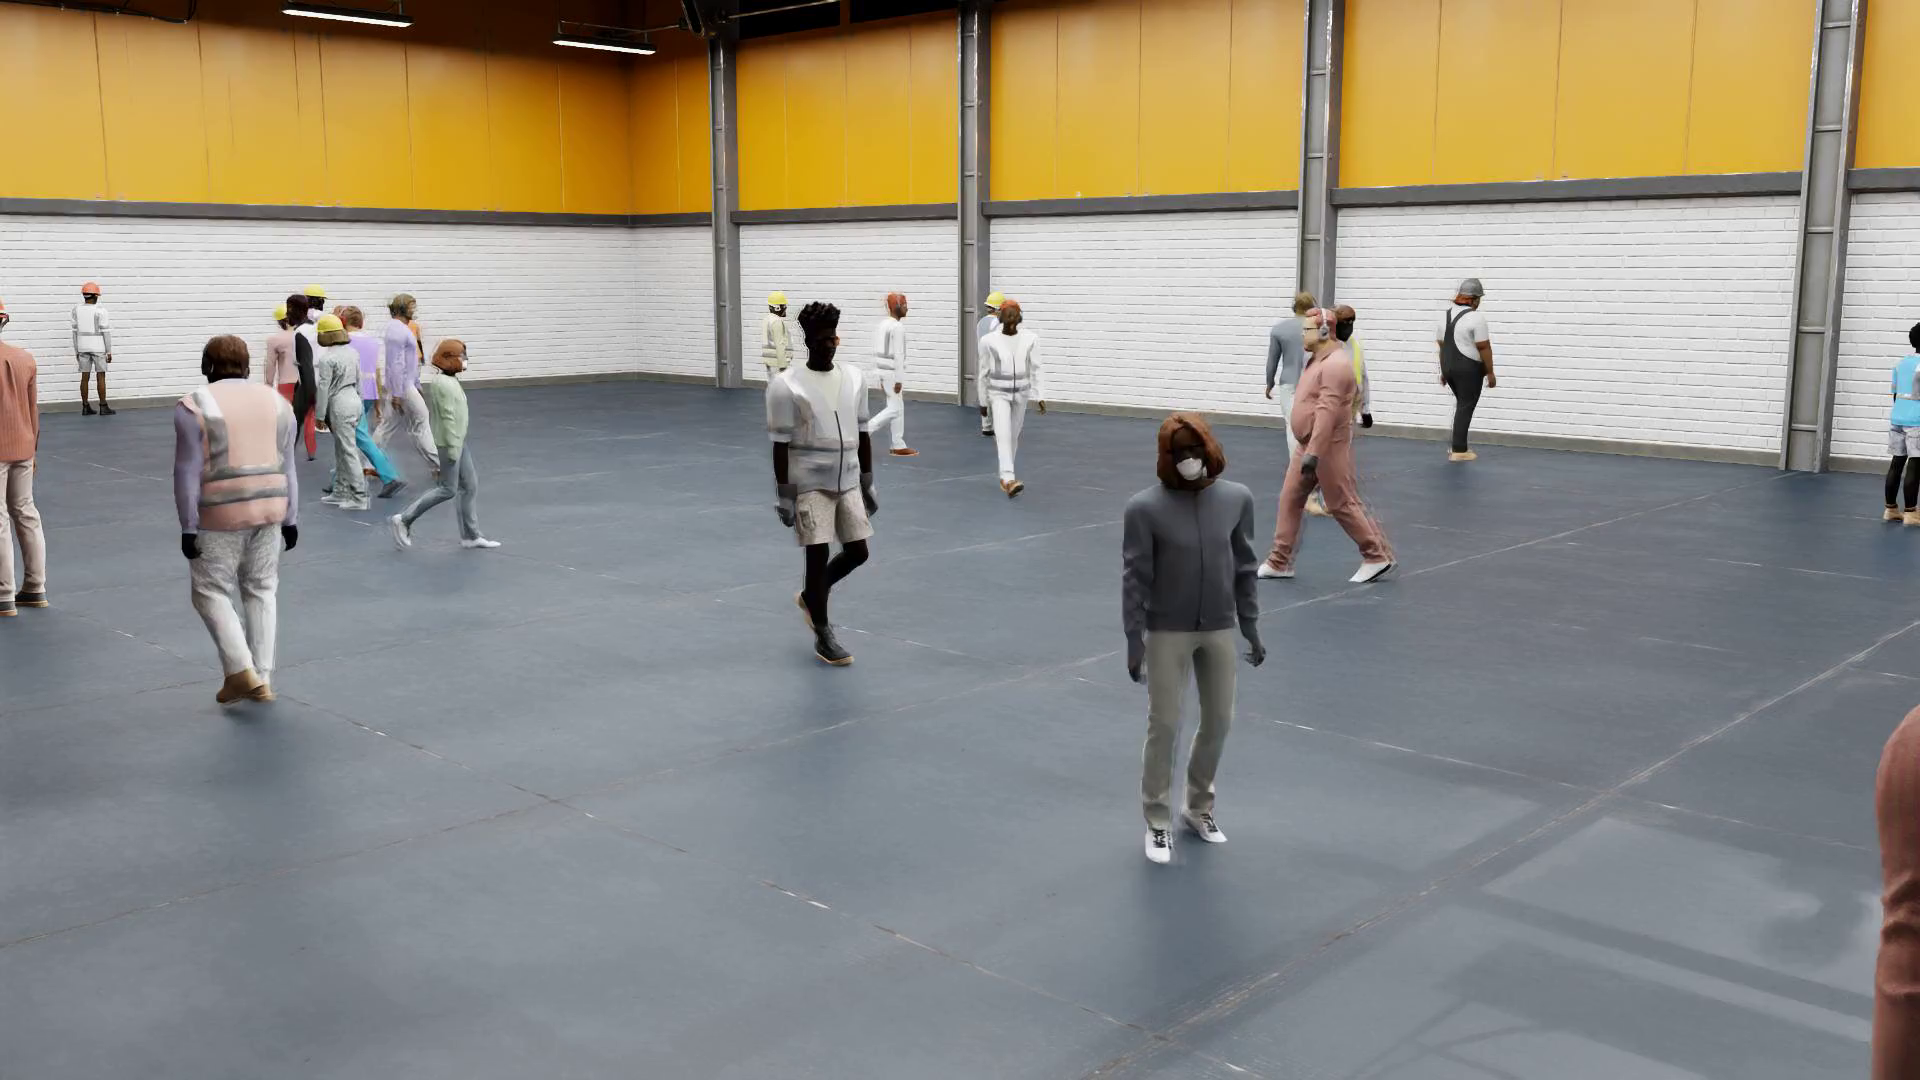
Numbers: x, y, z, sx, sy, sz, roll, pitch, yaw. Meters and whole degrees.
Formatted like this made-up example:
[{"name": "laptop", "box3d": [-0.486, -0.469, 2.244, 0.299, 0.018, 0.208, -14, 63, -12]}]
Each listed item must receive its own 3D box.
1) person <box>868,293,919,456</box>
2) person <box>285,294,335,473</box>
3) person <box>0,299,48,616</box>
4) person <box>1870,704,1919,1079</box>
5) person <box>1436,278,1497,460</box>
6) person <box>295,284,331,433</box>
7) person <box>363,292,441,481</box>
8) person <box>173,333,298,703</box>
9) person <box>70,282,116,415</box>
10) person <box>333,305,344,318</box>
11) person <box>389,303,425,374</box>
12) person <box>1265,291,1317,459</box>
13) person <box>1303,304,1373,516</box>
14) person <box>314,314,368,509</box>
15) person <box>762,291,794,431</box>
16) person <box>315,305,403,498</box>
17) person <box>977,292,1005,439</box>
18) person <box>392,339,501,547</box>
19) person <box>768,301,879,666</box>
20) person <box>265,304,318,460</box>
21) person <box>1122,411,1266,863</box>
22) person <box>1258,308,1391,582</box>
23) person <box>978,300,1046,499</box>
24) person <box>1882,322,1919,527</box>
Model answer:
[{"name": "person", "box3d": [-0.843, -1.837, 18.646, 0.743, 1.865, 0.587, -3, 10, -19]}, {"name": "person", "box3d": [-6.750, -1.596, 17.162, 1.057, 1.855, 0.598, 0, 9, 0]}, {"name": "person", "box3d": [-5.906, -0.529, 10.197, 0.382, 1.995, 0.612, 2, 9, 12]}, {"name": "person", "box3d": [1.506, 0.825, 2.167, 0.648, 1.907, 0.409, -1, 9, -9]}, {"name": "person", "box3d": [5.681, -1.898, 18.451, 0.639, 2.000, 0.696, -3, 10, -19]}, {"name": "person", "box3d": [-8.324, -2.337, 21.500, 0.589, 1.923, 0.383, 5, 11, 30]}, {"name": "person", "box3d": [-5.522, -1.517, 16.609, 1.047, 1.887, 0.647, -3, 10, -18]}, {"name": "person", "box3d": [-3.506, -0.098, 8.137, 0.515, 1.808, 0.637, 7, 11, 35]}, {"name": "person", "box3d": [-12.556, -2.764, 24.112, 0.541, 1.929, 0.383, 0, 9, -1]}, {"name": "person", "box3d": [-9.062, -2.648, 24.435, 0.501, 1.592, 0.862, 1, 9, 8]}, {"name": "person", "box3d": [-7.878, -2.572, 23.722, 0.396, 1.657, 0.586, 2, 10, 15]}, {"name": "person", "box3d": [3.419, -1.554, 16.797, 0.652, 1.883, 1.012, 1, 9, 5]}, {"name": "person", "box3d": [3.204, -1.082, 14.131, 0.625, 1.824, 0.449, -7, 12, -37]}, {"name": "person", "box3d": [-5.537, -1.126, 14.670, 0.673, 1.715, 0.503, 3, 10, 15]}, {"name": "person", "box3d": [-2.356, -2.302, 21.562, 0.403, 1.833, 0.586, -4, 10, -22]}, {"name": "person", "box3d": [-5.594, -1.296, 15.537, 0.975, 1.789, 0.584, 3, 10, 20]}, {"name": "person", "box3d": [0.453, -2.172, 20.765, 0.404, 1.833, 0.587, -6, 11, -31]}, {"name": "person", "box3d": [-3.890, -0.711, 12.512, 0.704, 1.606, 0.501, -1, 9, -8]}, {"name": "person", "box3d": [-0.752, -0.317, 9.013, 0.634, 1.951, 0.611, -7, 11, -36]}, {"name": "person", "box3d": [-7.269, -1.694, 18.162, 0.561, 1.747, 0.678, -5, 10, -27]}, {"name": "person", "box3d": [0.826, 0.352, 6.026, 0.532, 1.637, 0.342, -3, 10, -15]}, {"name": "person", "box3d": [2.468, -0.631, 11.233, 0.955, 1.866, 0.642, -1, 9, -6]}, {"name": "person", "box3d": [0.485, -1.315, 15.533, 0.581, 1.821, 1.011, -3, 10, -15]}, {"name": "person", "box3d": [7.878, -0.954, 13.730, 0.320, 1.698, 0.552, 0, 9, -2]}]
